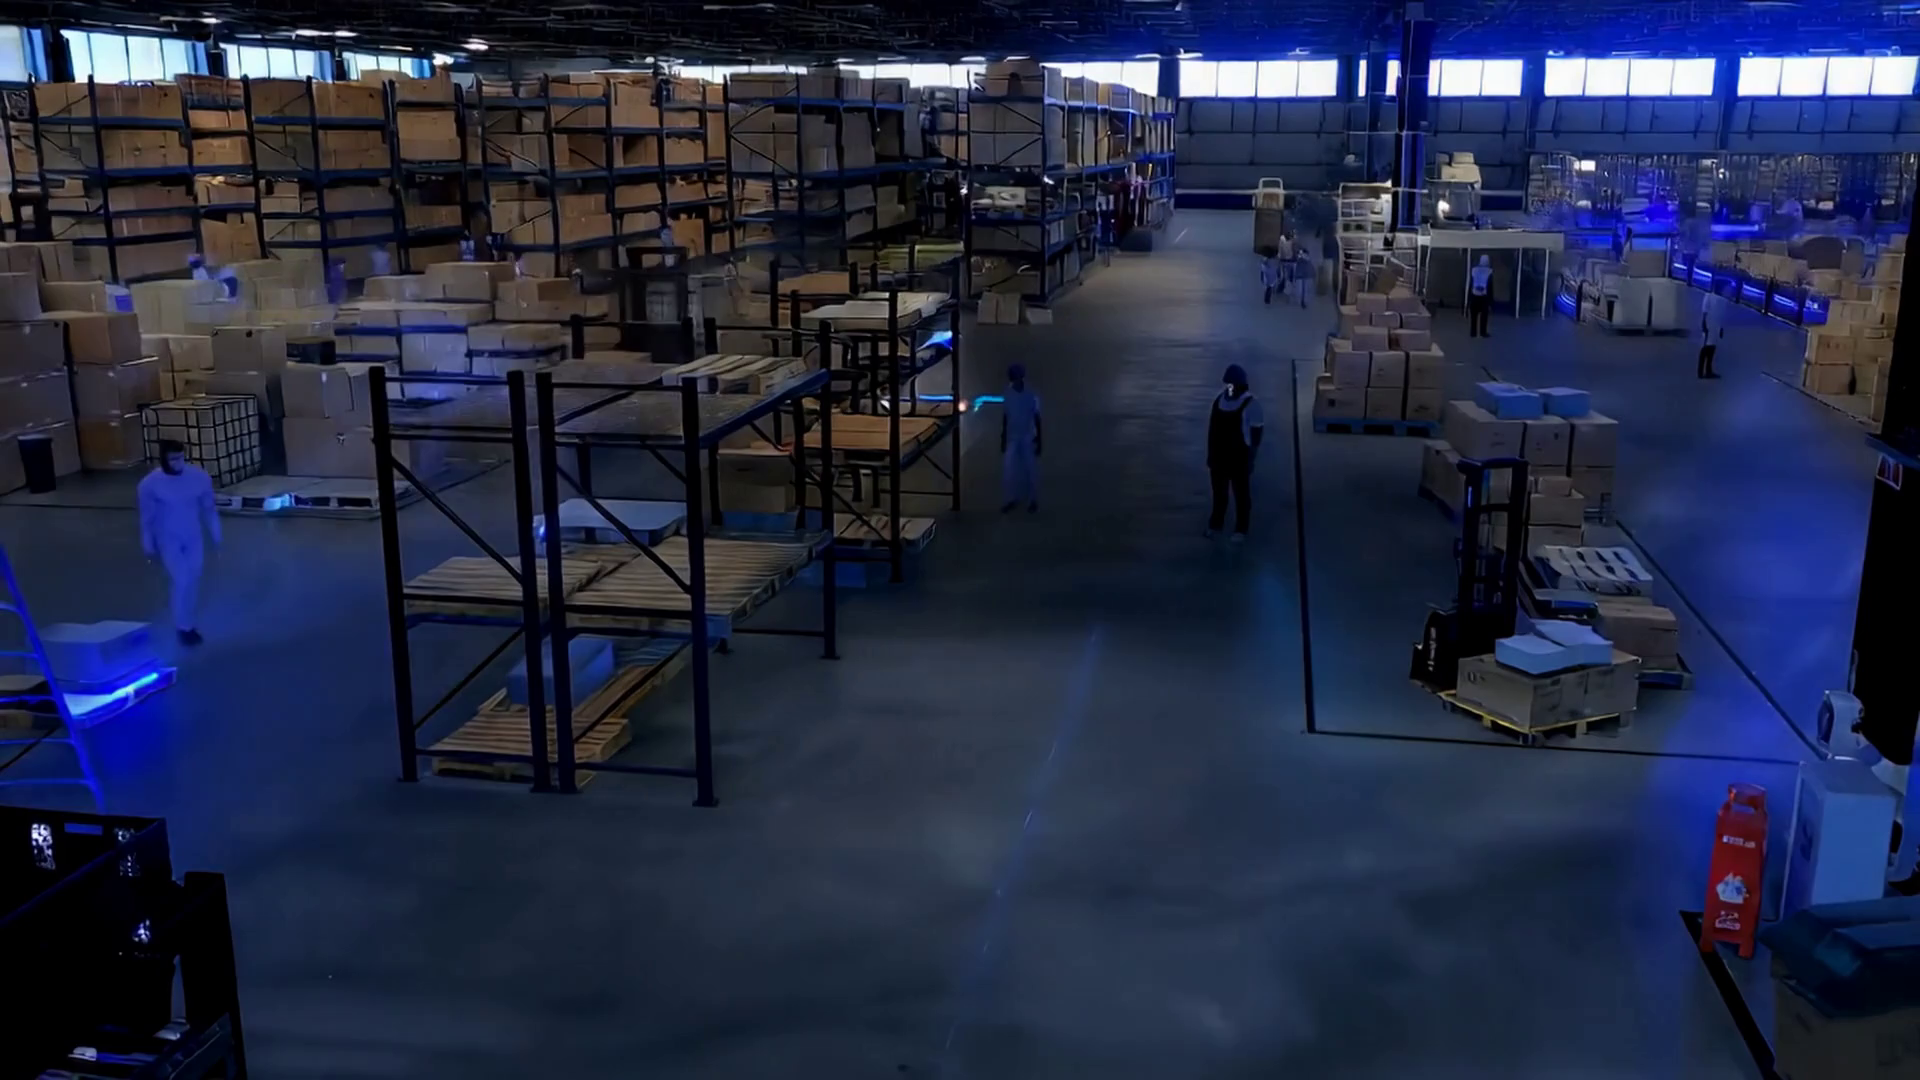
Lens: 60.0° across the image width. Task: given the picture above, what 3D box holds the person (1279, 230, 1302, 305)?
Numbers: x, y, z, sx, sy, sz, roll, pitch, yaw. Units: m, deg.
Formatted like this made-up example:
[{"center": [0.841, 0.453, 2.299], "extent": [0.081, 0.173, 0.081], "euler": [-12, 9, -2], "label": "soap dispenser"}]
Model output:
[{"center": [8.894, -7.371, 44.908], "extent": [0.615, 2.023, 0.676], "euler": [1, 14, 3], "label": "person"}]

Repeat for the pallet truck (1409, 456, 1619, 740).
[{"center": [4.504, 0.400, 13.395], "extent": [0.823, 1.965, 1.885], "euler": [-6, 15, -23], "label": "pallet truck"}]

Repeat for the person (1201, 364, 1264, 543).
[{"center": [3.065, -0.985, 18.932], "extent": [0.682, 2.000, 0.537], "euler": [13, 19, 42], "label": "person"}]

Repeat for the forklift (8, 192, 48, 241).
[{"center": [-27.552, -8.896, 49.322], "extent": [1.129, 2.768, 1.873], "euler": [3, 14, 10], "label": "forklift"}]

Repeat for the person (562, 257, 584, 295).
[{"center": [-9.350, -6.019, 40.215], "extent": [0.524, 1.631, 0.318], "euler": [-1, 14, -2], "label": "person"}]

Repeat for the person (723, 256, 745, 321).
[{"center": [-5.672, -6.244, 41.187], "extent": [0.827, 1.601, 0.513], "euler": [8, 16, 28], "label": "person"}]

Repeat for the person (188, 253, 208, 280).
[{"center": [-17.127, -5.486, 37.462], "extent": [0.501, 1.918, 0.559], "euler": [-12, 18, -40], "label": "person"}]

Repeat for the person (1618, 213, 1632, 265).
[{"center": [23.227, -10.506, 58.051], "extent": [0.403, 1.818, 0.601], "euler": [9, 17, 34], "label": "person"}]

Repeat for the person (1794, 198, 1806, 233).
[{"center": [35.940, -13.744, 71.257], "extent": [0.987, 1.805, 0.567], "euler": [6, 15, 22], "label": "person"}]

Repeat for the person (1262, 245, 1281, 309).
[{"center": [8.163, -6.869, 43.557], "extent": [0.558, 1.674, 0.540], "euler": [-4, 14, -17], "label": "person"}]

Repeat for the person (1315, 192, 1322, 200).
[{"center": [18.077, -16.744, 83.829], "extent": [0.529, 1.595, 0.847], "euler": [-11, 18, -38], "label": "person"}]

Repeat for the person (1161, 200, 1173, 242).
[{"center": [8.798, -13.576, 70.665], "extent": [0.530, 1.744, 0.755], "euler": [2, 14, 7], "label": "person"}]

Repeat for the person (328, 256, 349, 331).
[{"center": [-13.679, -5.236, 36.402], "extent": [0.729, 1.953, 0.676], "euler": [-6, 15, -22], "label": "person"}]

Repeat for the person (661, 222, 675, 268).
[{"center": [-8.750, -8.570, 49.940], "extent": [0.354, 1.936, 0.636], "euler": [-10, 17, -35], "label": "person"}]

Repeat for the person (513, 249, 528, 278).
[{"center": [-11.203, -6.558, 42.306], "extent": [0.504, 1.670, 0.552], "euler": [-8, 16, -29], "label": "person"}]

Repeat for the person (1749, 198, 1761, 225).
[{"center": [33.900, -13.679, 70.919], "extent": [0.483, 1.818, 0.621], "euler": [0, 14, 1], "label": "person"}]

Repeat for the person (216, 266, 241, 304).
[{"center": [-15.582, -4.897, 35.270], "extent": [0.735, 1.819, 0.665], "euler": [5, 15, 19], "label": "person"}]

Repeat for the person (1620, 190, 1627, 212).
[{"center": [35.792, -18.240, 89.565], "extent": [0.319, 1.755, 0.572], "euler": [-11, 17, -37], "label": "person"}]

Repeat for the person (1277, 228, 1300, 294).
[{"center": [9.460, -8.048, 47.936], "extent": [0.668, 1.874, 0.827], "euler": [3, 14, 12], "label": "person"}]

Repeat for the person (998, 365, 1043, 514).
[{"center": [0.715, -1.225, 20.331], "extent": [0.655, 1.831, 0.754], "euler": [9, 16, 32], "label": "person"}]

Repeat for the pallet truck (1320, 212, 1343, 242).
[{"center": [15.874, -13.227, 70.310], "extent": [0.680, 1.201, 1.601], "euler": [10, 17, 35], "label": "pallet truck"}]

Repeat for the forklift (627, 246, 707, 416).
[{"center": [-4.741, -3.273, 26.490], "extent": [1.129, 2.768, 1.873], "euler": [3, 14, 10], "label": "forklift"}]

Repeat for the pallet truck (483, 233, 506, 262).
[{"center": [-11.832, -7.026, 43.548], "extent": [1.885, 1.965, 0.823], "euler": [8, 16, 28], "label": "pallet truck"}]

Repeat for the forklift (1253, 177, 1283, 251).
[{"center": [12.083, -12.747, 64.956], "extent": [1.129, 2.768, 1.873], "euler": [3, 14, 10], "label": "forklift"}]

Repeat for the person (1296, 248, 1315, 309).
[{"center": [9.071, -6.891, 43.792], "extent": [0.509, 1.611, 0.445], "euler": [0, 14, 2], "label": "person"}]

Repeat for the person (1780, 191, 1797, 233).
[{"center": [36.727, -14.454, 73.701], "extent": [0.616, 2.003, 1.016], "euler": [0, 14, 2], "label": "person"}]

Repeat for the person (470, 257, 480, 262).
[{"center": [-11.001, -5.398, 37.242], "extent": [1.098, 1.870, 0.645], "euler": [-3, 14, -11], "label": "person"}]

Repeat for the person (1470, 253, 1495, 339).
[{"center": [11.782, -5.505, 37.534], "extent": [0.383, 1.918, 0.597], "euler": [-11, 18, -38], "label": "person"}]

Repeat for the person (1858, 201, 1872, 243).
[{"center": [37.893, -13.256, 69.329], "extent": [0.521, 1.755, 0.533], "euler": [6, 15, 22], "label": "person"}]

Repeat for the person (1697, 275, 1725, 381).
[{"center": [14.179, -3.996, 31.309], "extent": [0.606, 1.966, 0.367], "euler": [-10, 17, -36], "label": "person"}]

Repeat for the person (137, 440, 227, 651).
[{"center": [-6.998, 0.037, 15.040], "extent": [0.720, 1.912, 0.649], "euler": [11, 17, 37], "label": "person"}]

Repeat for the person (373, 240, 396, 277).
[{"center": [-14.919, -6.866, 43.246], "extent": [0.648, 1.823, 0.451], "euler": [5, 15, 18], "label": "person"}]

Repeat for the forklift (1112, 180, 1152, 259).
[{"center": [6.082, -11.722, 60.796], "extent": [1.873, 2.768, 1.129], "euler": [2, 14, 9], "label": "forklift"}]

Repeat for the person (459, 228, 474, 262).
[{"center": [-14.137, -7.991, 47.668], "extent": [0.586, 1.896, 0.519], "euler": [6, 15, 23], "label": "person"}]
